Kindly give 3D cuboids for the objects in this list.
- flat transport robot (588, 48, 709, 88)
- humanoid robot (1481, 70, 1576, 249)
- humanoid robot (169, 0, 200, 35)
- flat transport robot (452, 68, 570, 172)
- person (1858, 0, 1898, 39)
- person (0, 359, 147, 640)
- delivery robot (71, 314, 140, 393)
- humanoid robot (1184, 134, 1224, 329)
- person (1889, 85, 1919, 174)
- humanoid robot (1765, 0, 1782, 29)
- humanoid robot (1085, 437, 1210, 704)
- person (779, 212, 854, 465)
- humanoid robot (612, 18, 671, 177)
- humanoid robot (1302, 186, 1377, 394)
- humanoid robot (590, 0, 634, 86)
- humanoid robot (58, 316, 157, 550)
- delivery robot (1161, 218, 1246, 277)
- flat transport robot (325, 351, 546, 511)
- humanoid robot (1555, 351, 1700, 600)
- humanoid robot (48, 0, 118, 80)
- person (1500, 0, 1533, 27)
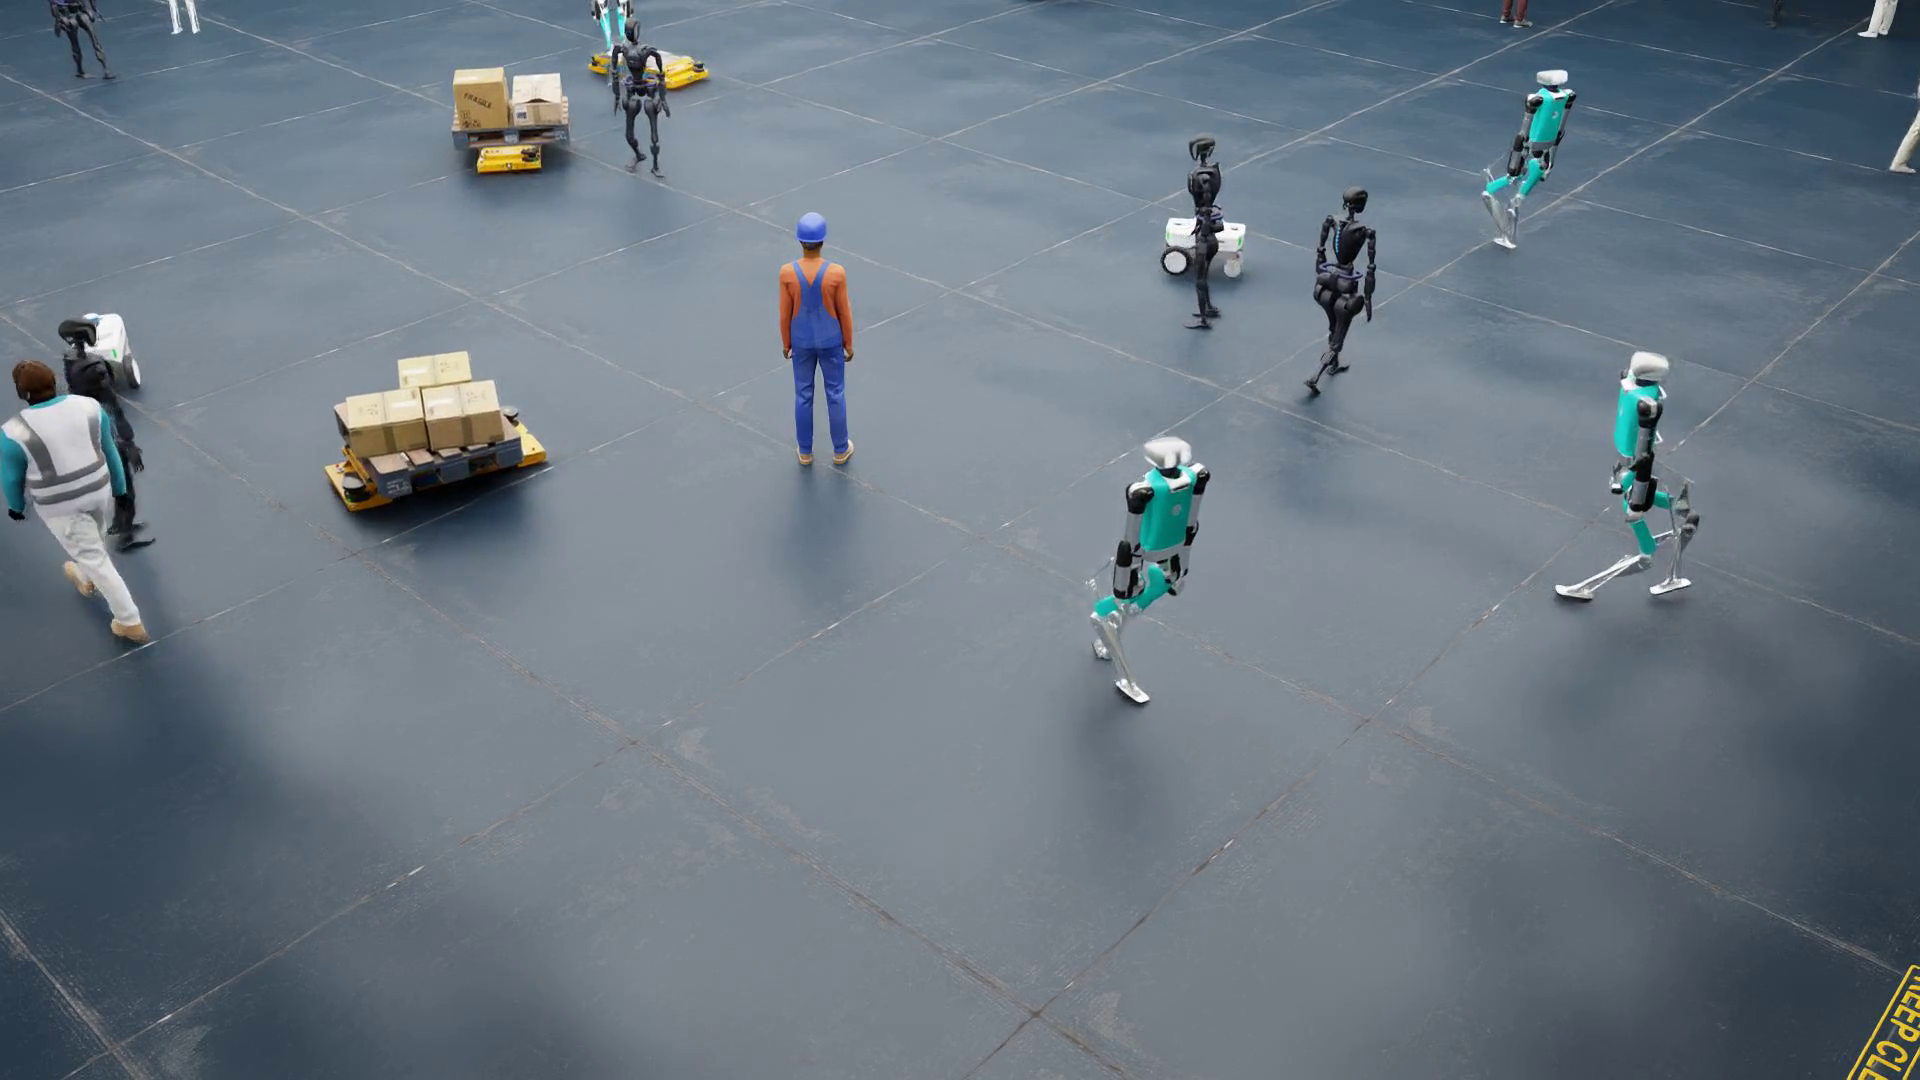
[{"bbox_3d":[-3.872,-5.869,20.606,1.431,0.231,0.659,20,37,29],"label":"flat transport robot"},{"bbox_3d":[5.179,-3.471,15.460,0.543,1.901,0.722,-15,35,-22],"label":"humanoid robot"},{"bbox_3d":[-10.428,-7.585,21.973,0.530,1.779,0.697,-5,32,-9],"label":"humanoid robot"},{"bbox_3d":[-4.861,-4.352,18.163,0.659,0.231,1.431,-6,32,-10],"label":"flat transport robot"},{"bbox_3d":[12.220,-7.427,21.812,0.513,1.641,0.308,-16,35,-24],"label":"person"},{"bbox_3d":[-5.453,-0.272,10.159,1.003,1.779,0.617,18,36,27],"label":"person"},{"bbox_3d":[-6.881,-1.509,13.314,0.499,0.595,0.770,-11,33,-17],"label":"delivery robot"},{"bbox_3d":[2.070,-2.611,14.028,0.358,1.645,0.609,1,32,2],"label":"humanoid robot"},{"bbox_3d":[10.243,-4.624,17.275,0.802,1.662,0.497,1,32,1],"label":"person"},{"bbox_3d":[11.046,-7.720,22.257,0.483,1.641,0.587,-14,34,-21],"label":"humanoid robot"},{"bbox_3d":[0.961,0.158,9.601,0.544,1.873,0.828,-19,37,-28],"label":"humanoid robot"},{"bbox_3d":[-1.020,-1.419,11.885,0.516,1.910,0.363,0,32,0],"label":"person"},{"bbox_3d":[-3.302,-4.609,17.253,0.610,1.645,0.477,4,32,6],"label":"humanoid robot"},{"bbox_3d":[2.951,-1.963,13.025,0.750,1.640,0.583,-25,40,-34],"label":"humanoid robot"},{"bbox_3d":[-4.134,-6.267,19.879,0.532,1.830,0.627,-9,33,-14],"label":"humanoid robot"},{"bbox_3d":[-5.624,-0.702,10.946,0.590,1.651,0.324,20,37,29],"label":"humanoid robot"},{"bbox_3d":[2.235,-2.733,15.294,0.807,0.606,0.499,7,33,11],"label":"delivery robot"},{"bbox_3d":[-3.823,-0.601,12.122,1.431,0.231,0.659,-19,36,-27],"label":"flat transport robot"},{"bbox_3d":[4.371,-0.328,10.339,1.035,1.769,0.536,3,32,4],"label":"humanoid robot"},{"bbox_3d":[-10.663,-6.355,20.073,0.662,1.624,0.616,21,37,30],"label":"humanoid robot"},{"bbox_3d":[7.603,-7.825,22.299,0.381,1.806,0.552,-16,35,-24],"label":"person"}]
